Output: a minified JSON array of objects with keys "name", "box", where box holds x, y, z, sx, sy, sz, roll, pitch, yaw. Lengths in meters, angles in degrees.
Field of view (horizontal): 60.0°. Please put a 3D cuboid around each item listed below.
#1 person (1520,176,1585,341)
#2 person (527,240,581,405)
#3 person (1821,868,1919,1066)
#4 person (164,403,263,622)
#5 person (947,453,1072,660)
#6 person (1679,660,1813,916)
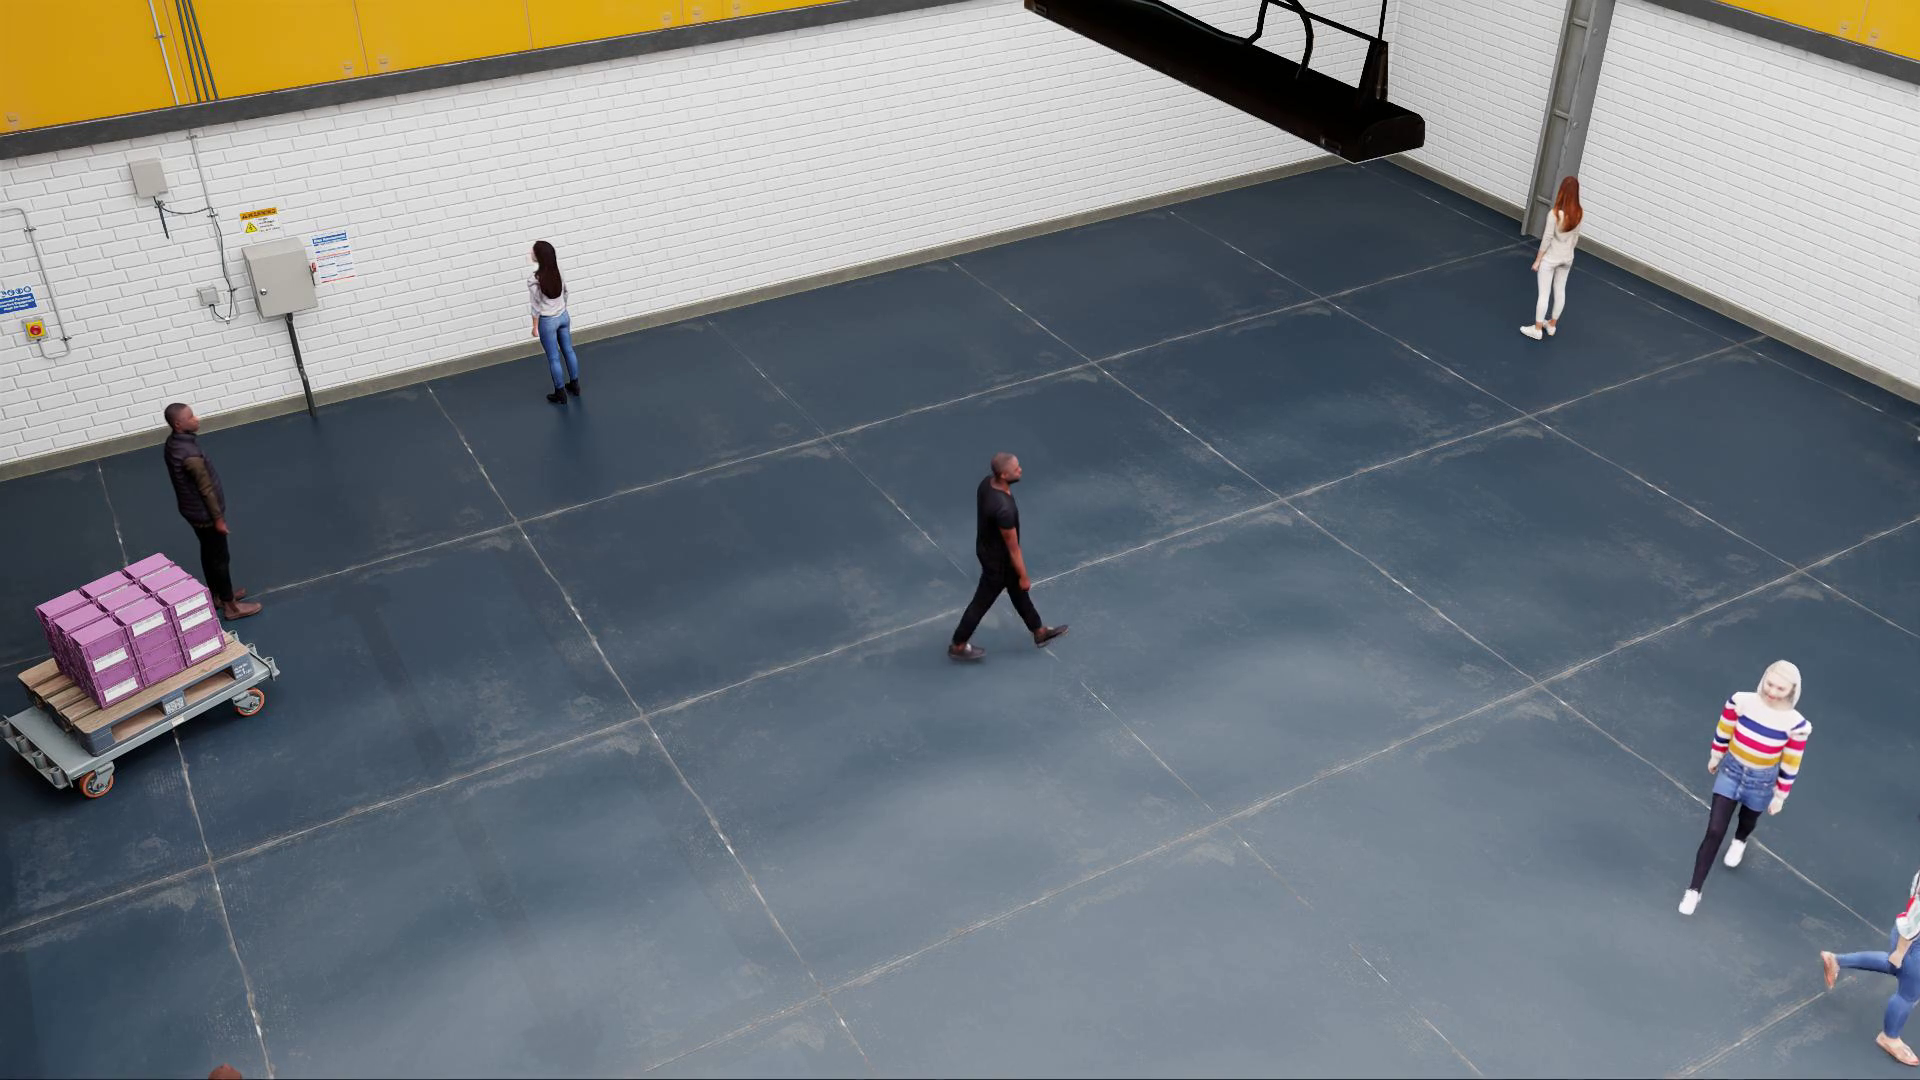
[{"name":"person","box":[6.048,-2.854,16.843,0.640,1.713,0.610,-11,35,-16]},{"name":"person","box":[-3.844,-2.076,15.743,0.663,1.635,0.676,20,39,27]},{"name":"person","box":[5.318,2.190,9.363,0.665,1.595,0.967,-22,40,-30]},{"name":"person","box":[-5.815,-0.226,12.779,0.785,1.835,0.566,-25,41,-32]},{"name":"person","box":[0.191,0.178,12.232,1.052,1.769,1.228,-4,34,-6]},{"name":"person","box":[4.928,1.453,10.321,1.198,1.759,1.021,23,40,31]}]
